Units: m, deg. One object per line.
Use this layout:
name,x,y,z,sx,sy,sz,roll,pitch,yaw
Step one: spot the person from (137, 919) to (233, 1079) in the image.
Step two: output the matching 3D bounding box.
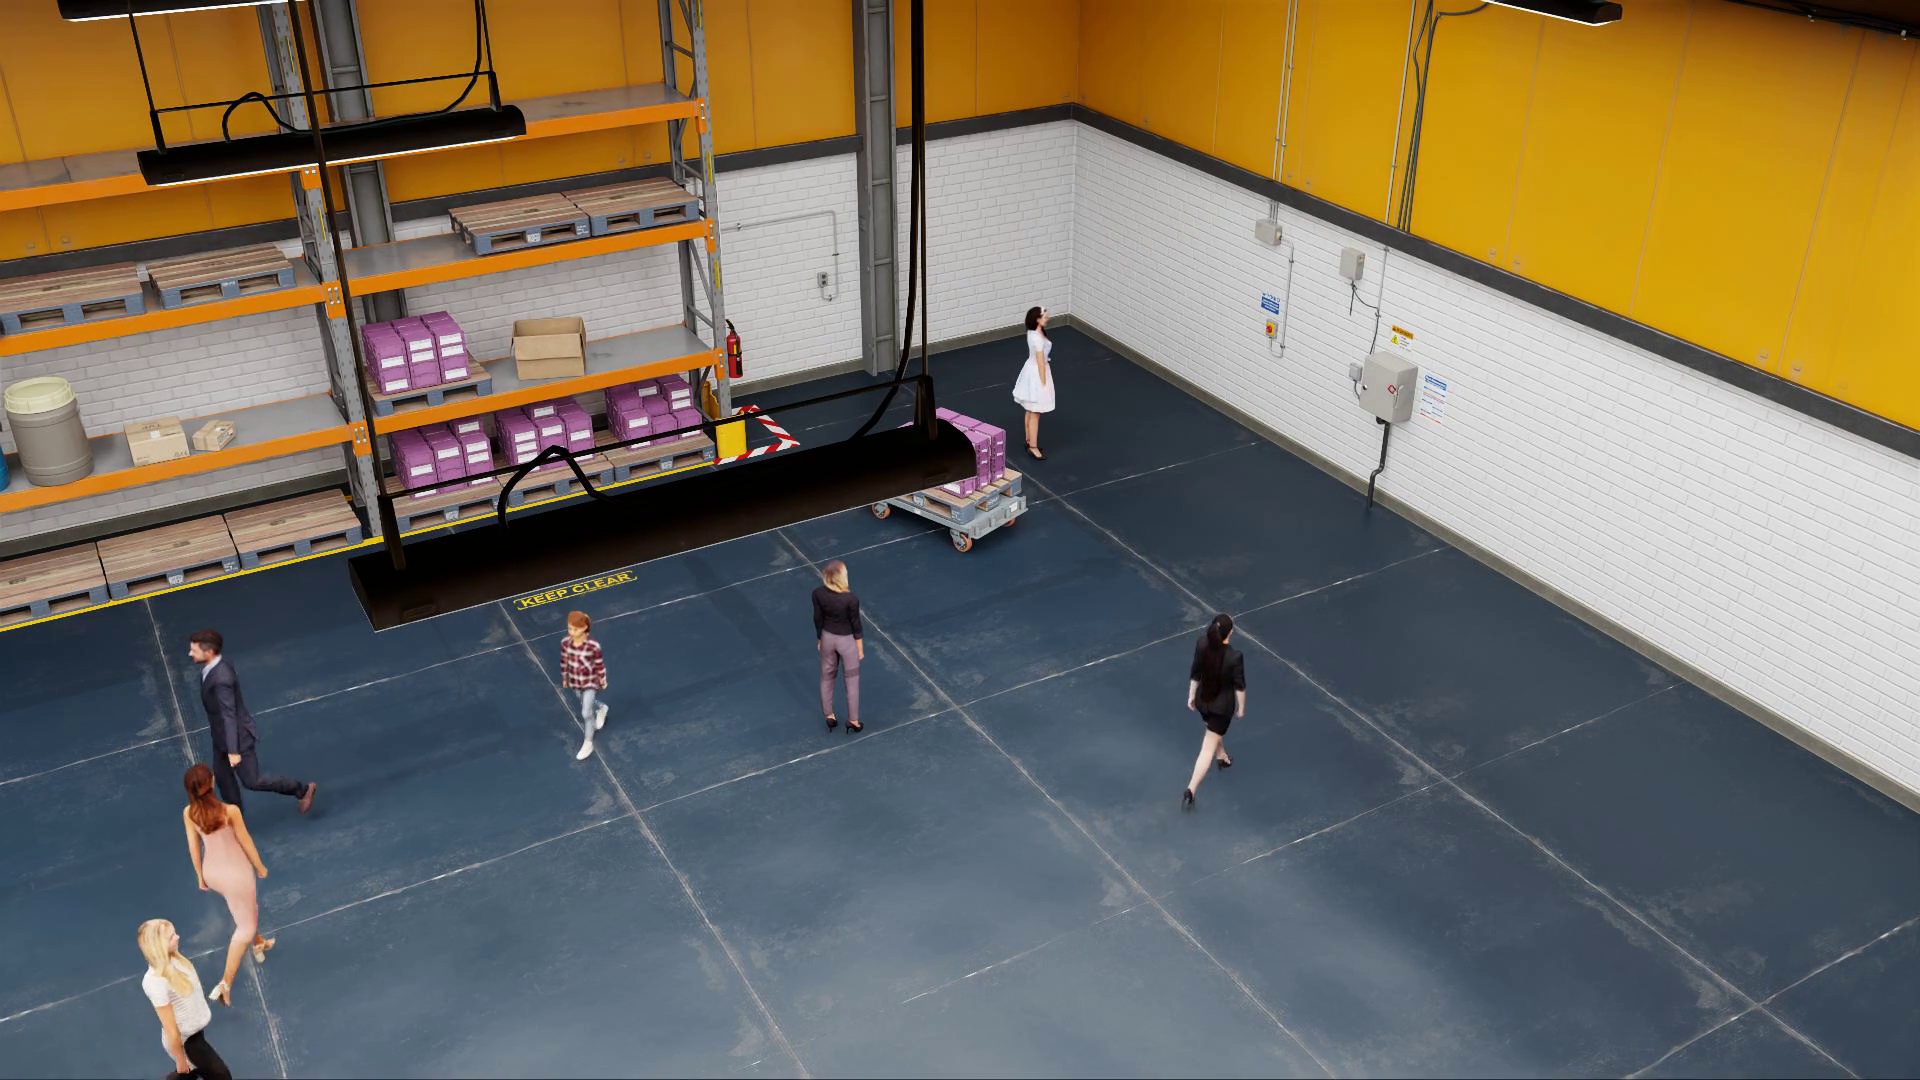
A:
person,-4.787,3.031,10.051,1.128,1.804,0.704,-11,30,-19

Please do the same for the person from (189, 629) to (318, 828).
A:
person,-5.524,1.489,12.838,1.084,1.842,0.651,-17,33,-28

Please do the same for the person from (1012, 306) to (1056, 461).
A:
person,0.864,-1.791,18.878,0.843,1.816,0.806,-4,29,-8

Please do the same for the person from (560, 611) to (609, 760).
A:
person,-3.145,1.140,14.055,0.879,1.289,0.955,9,30,15

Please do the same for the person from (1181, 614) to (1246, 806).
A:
person,1.991,1.377,13.239,0.853,1.654,1.118,21,35,33

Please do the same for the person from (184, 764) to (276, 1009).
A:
person,-4.998,2.350,11.297,1.056,1.806,1.078,5,29,9

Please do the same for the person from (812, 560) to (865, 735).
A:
person,-1.026,0.914,14.071,0.674,1.671,0.714,10,30,18
